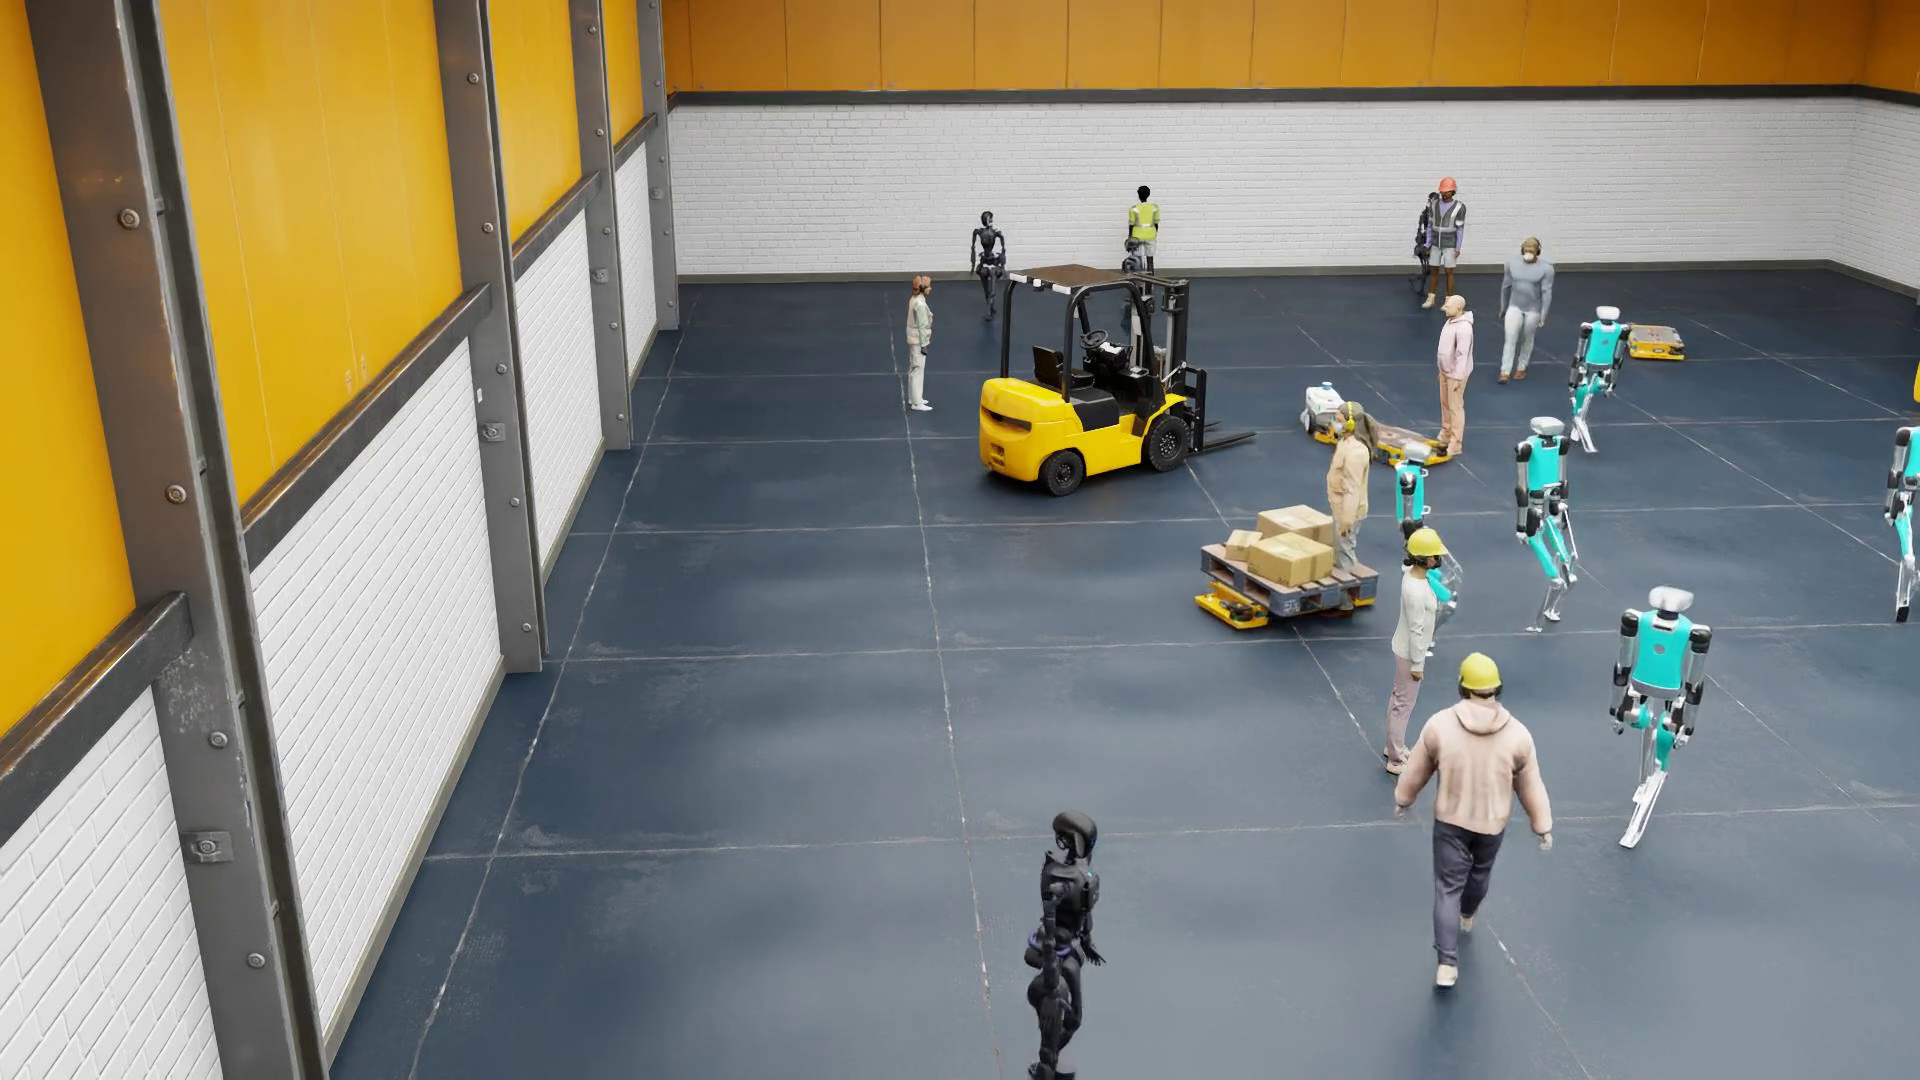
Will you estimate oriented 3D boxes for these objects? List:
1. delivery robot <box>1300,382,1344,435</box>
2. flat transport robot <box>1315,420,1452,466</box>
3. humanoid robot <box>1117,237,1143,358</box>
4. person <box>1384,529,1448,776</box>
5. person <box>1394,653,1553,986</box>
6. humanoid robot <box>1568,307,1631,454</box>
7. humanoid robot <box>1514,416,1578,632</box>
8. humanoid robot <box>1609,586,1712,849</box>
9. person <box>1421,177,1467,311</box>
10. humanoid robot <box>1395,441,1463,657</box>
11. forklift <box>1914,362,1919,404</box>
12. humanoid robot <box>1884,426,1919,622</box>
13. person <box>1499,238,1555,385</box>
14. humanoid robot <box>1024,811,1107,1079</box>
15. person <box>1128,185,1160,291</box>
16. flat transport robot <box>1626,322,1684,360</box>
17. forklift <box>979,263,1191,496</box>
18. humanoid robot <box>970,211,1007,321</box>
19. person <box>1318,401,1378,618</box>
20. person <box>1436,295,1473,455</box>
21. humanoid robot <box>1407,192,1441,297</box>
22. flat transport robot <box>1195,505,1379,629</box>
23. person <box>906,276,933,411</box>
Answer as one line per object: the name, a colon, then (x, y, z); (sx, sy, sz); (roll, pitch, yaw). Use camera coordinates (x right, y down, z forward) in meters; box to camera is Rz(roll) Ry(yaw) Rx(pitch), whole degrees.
delivery robot: (4.256, -1.521, 19.380); (0.515, 0.610, 0.782); (0, 20, 1)
flat transport robot: (4.722, -1.088, 18.592); (0.659, 0.231, 1.431); (-13, 24, -31)
humanoid robot: (2.317, -3.270, 22.496); (0.361, 1.650, 0.605); (7, 21, 18)
person: (3.106, 0.763, 11.372); (0.303, 1.772, 0.524); (4, 21, 11)
person: (2.847, 1.532, 9.219); (0.857, 1.809, 0.983); (4, 21, 10)
humanoid robot: (6.965, -1.805, 18.449); (0.540, 1.713, 1.059); (1, 20, 3)
humanoid robot: (4.929, -0.083, 13.733); (0.537, 1.790, 0.788); (-10, 22, -25)
humanoid robot: (4.522, 1.050, 10.709); (0.531, 1.774, 1.021); (14, 24, 33)
person: (7.369, -4.513, 25.378); (0.601, 2.035, 0.413); (18, 27, 40)
humanoid robot: (3.758, 0.085, 13.219); (0.713, 1.752, 0.531); (6, 21, 16)
forklift: (12.602, -2.435, 19.475); (2.313, 2.155, 1.214); (-1, 20, -4)
humanoid robot: (8.096, -0.168, 13.990); (0.536, 1.776, 0.953); (8, 21, 20)
person: (7.175, -2.901, 21.181); (0.639, 1.883, 1.005); (9, 22, 23)
humanoid robot: (0.475, 2.029, 8.045); (0.377, 1.640, 0.602); (8, 22, 21)
person: (2.954, -4.858, 26.813); (0.530, 1.686, 0.330); (-3, 20, -7)
flat transport robot: (9.654, -2.764, 23.159); (0.659, 0.231, 1.431); (6, 21, 15)
forklift: (1.315, -1.764, 17.646); (2.313, 2.155, 1.214); (-14, 24, -33)
humanoid robot: (0.423, -4.097, 24.810); (0.616, 1.618, 0.778); (9, 22, 24)
person: (3.271, -0.258, 14.012); (0.390, 1.872, 0.566); (2, 20, 7)
person: (5.484, -1.835, 18.445); (0.408, 1.775, 0.526); (-2, 20, -6)
humanoid robot: (7.379, -4.722, 26.446); (0.609, 1.634, 0.437); (-15, 25, -34)
flat transport robot: (2.811, 0.470, 14.346); (1.431, 0.231, 0.659); (-9, 22, -24)
person: (-0.492, -2.386, 20.151); (0.315, 1.632, 0.517); (-4, 21, -11)
